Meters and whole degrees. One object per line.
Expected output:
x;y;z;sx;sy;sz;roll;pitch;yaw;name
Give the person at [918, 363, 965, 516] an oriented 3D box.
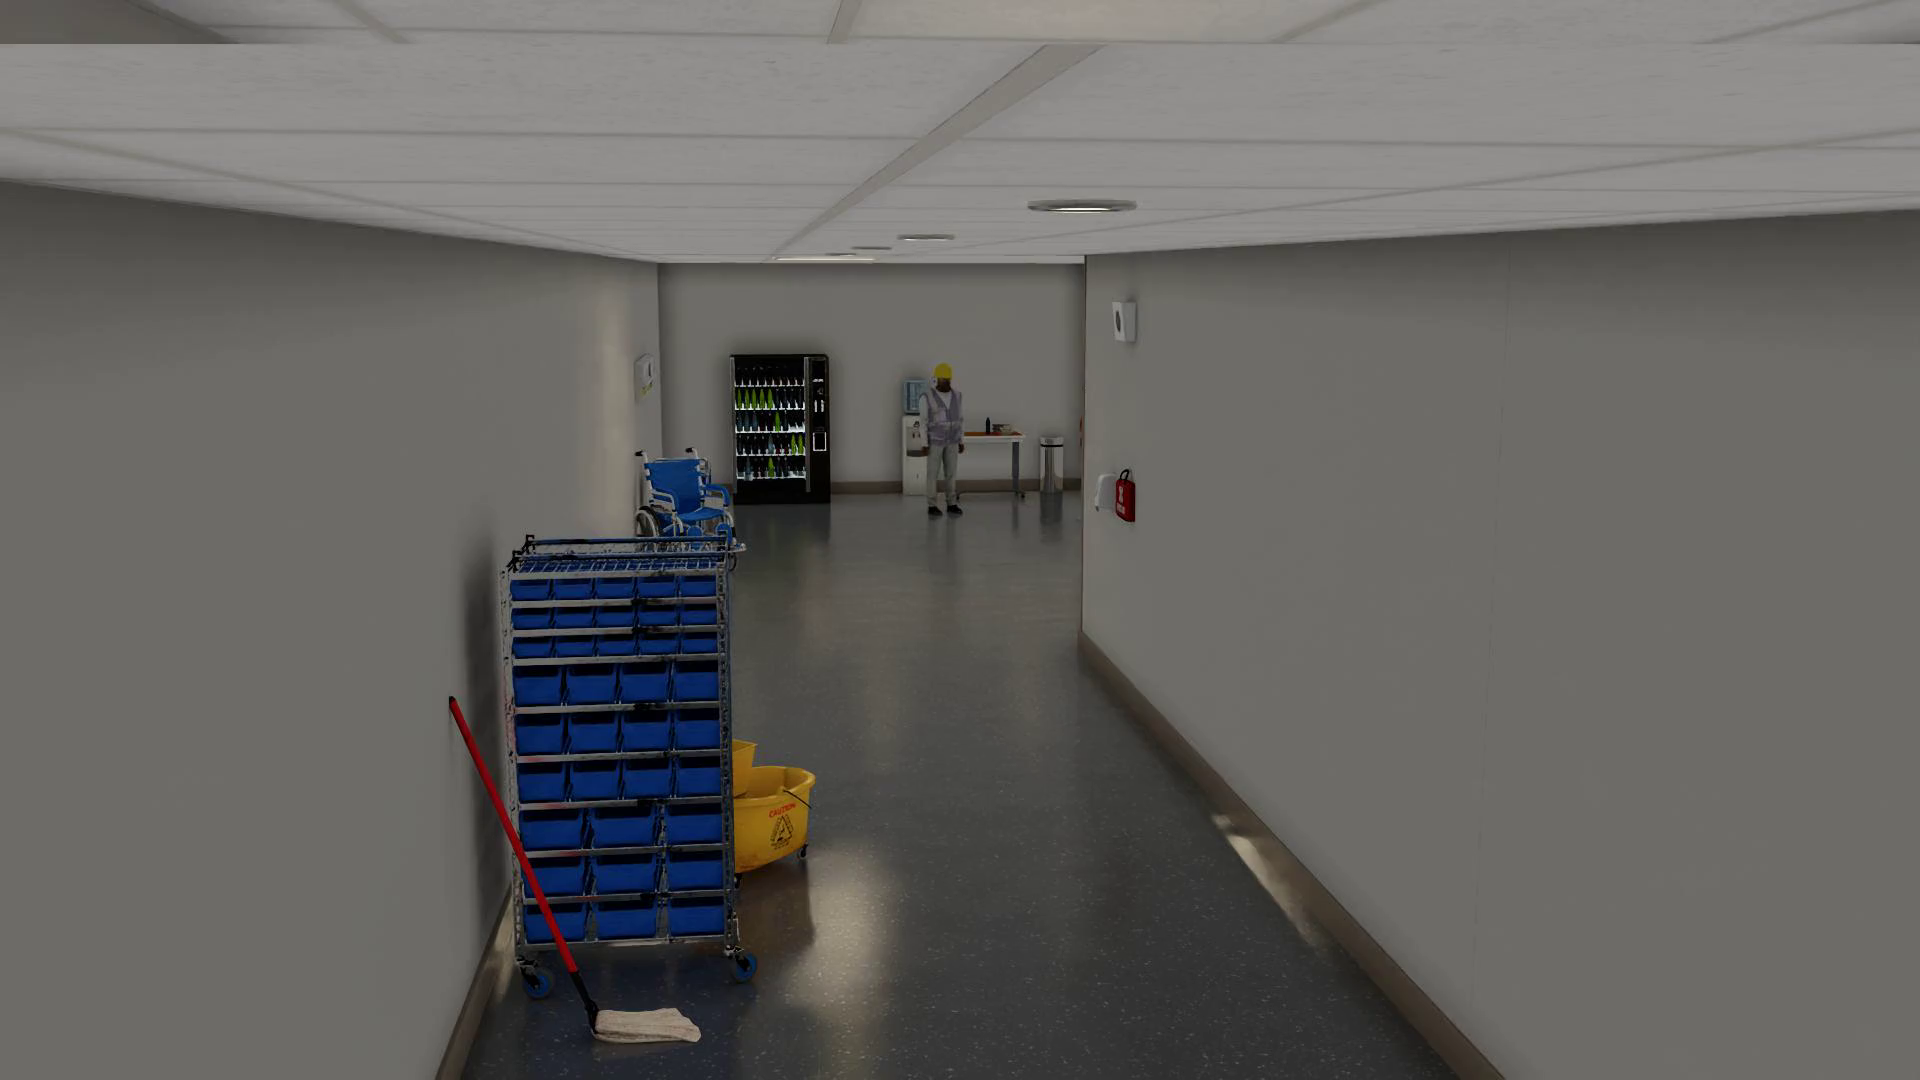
-0.208;-1.201;19.908;0.598;1.826;0.403;-5;10;-30;person
